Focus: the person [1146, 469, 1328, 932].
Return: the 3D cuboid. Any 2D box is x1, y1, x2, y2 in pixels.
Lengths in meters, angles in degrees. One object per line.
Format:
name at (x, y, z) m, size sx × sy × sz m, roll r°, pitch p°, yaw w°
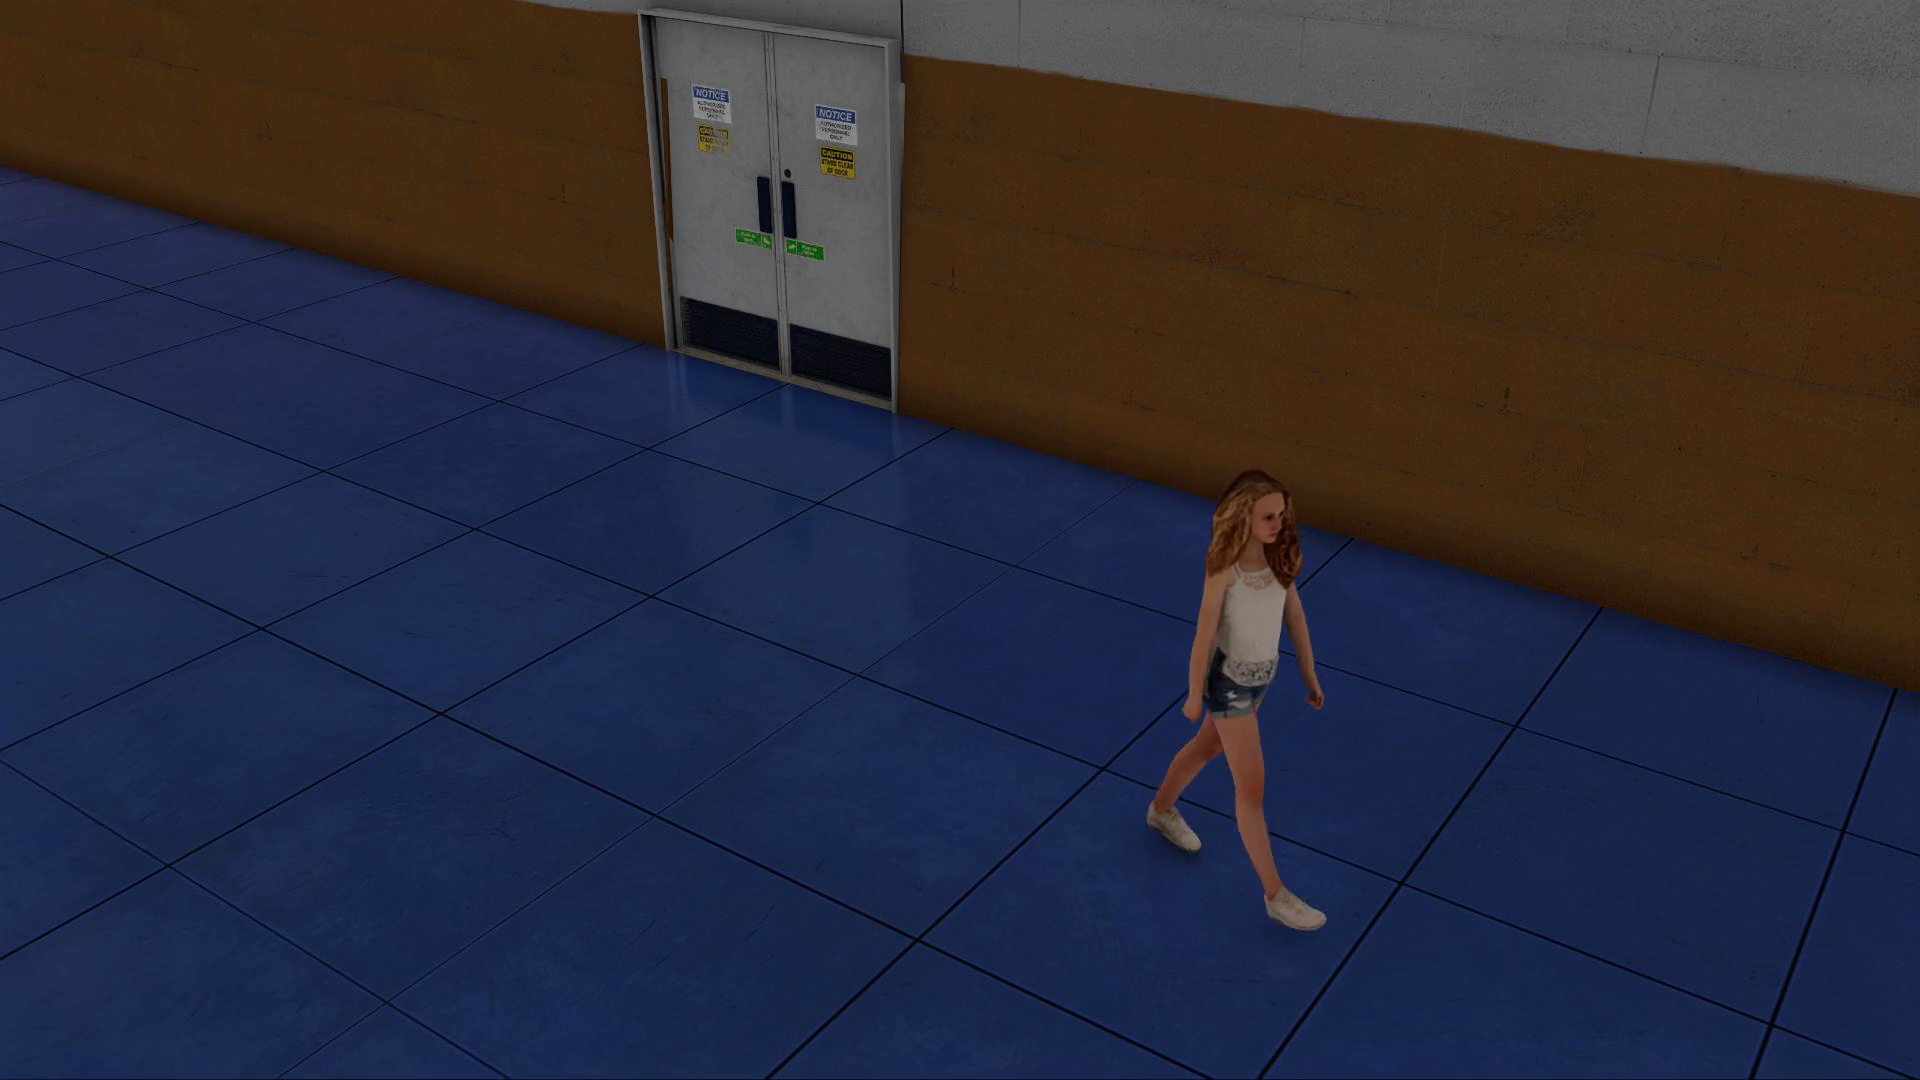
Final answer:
person at (0.941, 0.518, 6.095) m, size 1.121 × 1.711 × 0.799 m, roll -24°, pitch 35°, yaw -39°
